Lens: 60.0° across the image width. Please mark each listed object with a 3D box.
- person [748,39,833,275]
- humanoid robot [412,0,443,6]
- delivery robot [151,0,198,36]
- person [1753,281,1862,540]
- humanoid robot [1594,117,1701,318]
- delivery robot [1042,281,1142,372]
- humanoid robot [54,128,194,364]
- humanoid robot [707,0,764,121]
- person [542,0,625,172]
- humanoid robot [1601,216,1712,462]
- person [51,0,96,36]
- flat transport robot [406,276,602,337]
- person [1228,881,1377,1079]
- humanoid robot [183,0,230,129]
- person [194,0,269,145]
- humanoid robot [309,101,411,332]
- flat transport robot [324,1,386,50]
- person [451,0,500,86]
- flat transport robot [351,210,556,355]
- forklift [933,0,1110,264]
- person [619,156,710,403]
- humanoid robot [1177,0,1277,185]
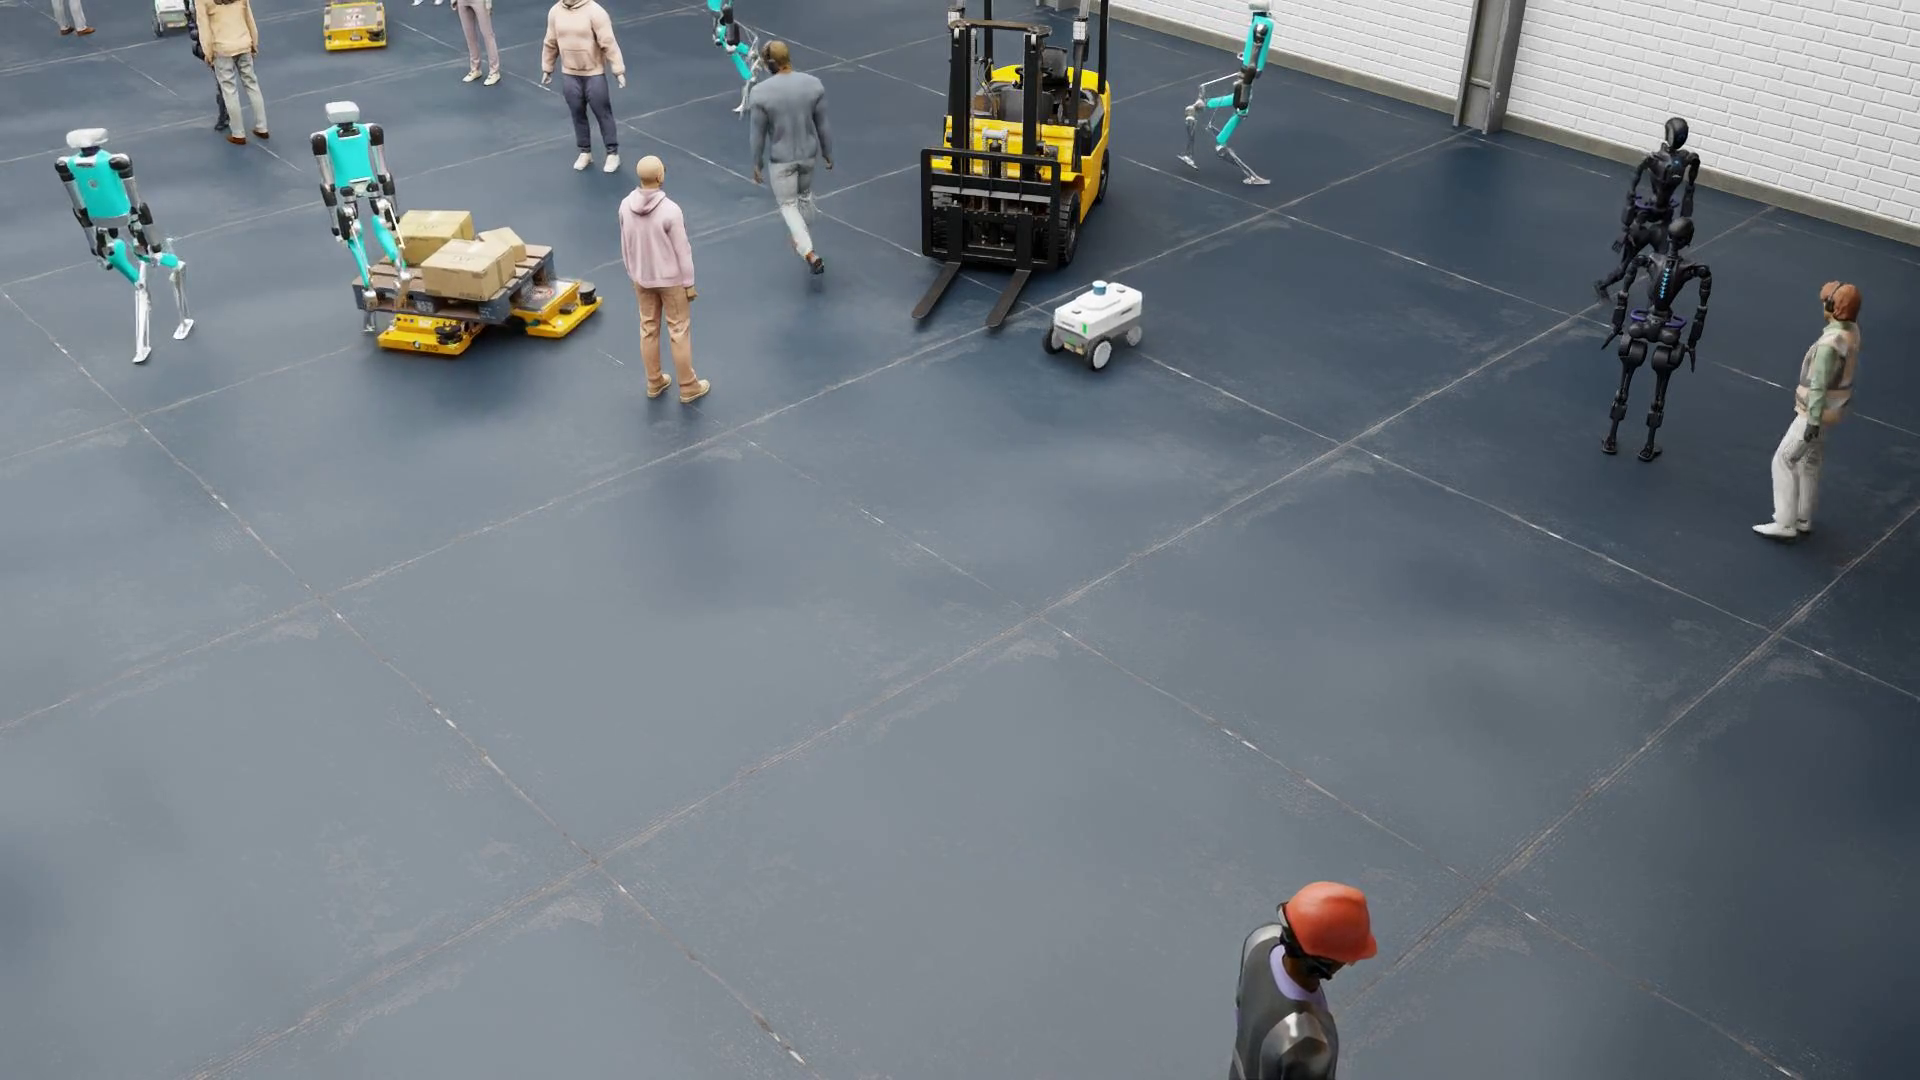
[{"bbox_3d":[-1.318,-3.052,13.383,0.708,1.899,0.837,-15,36,-21],"label":"person"},{"bbox_3d":[-6.588,-7.394,20.157,0.530,1.744,0.704,-1,33,-1],"label":"humanoid robot"},{"bbox_3d":[-9.218,-6.251,19.532,0.499,0.610,0.813,-10,34,-15],"label":"delivery robot"},{"bbox_3d":[5.228,-0.785,10.141,0.410,1.606,0.547,26,41,34],"label":"person"},{"bbox_3d":[5.266,-2.448,12.687,0.609,1.637,0.749,-6,34,-9],"label":"humanoid robot"},{"bbox_3d":[1.017,-1.626,12.427,0.499,0.613,0.811,28,42,36],"label":"delivery robot"},{"bbox_3d":[-6.099,-2.243,12.292,0.571,1.779,0.890,1,33,2],"label":"humanoid robot"},{"bbox_3d":[-2.181,-5.046,16.659,0.731,1.865,0.537,-15,36,-21],"label":"humanoid robot"},{"bbox_3d":[-3.475,-4.356,15.417,0.822,1.853,0.434,7,34,11],"label":"person"},{"bbox_3d":[4.541,-1.327,10.908,0.599,1.657,0.315,17,37,25],"label":"humanoid robot"},{"bbox_3d":[-10.367,-6.625,19.094,0.468,1.645,0.332,2,33,4],"label":"person"},{"bbox_3d":[-3.612,-1.885,13.070,1.431,0.231,0.659,10,34,15],"label":"flat transport robot"},{"bbox_3d":[1.096,1.924,5.603,0.405,2.031,0.607,-4,33,-6],"label":"person"},{"bbox_3d":[-7.412,-4.963,16.523,0.588,1.635,0.548,8,34,13],"label":"humanoid robot"},{"bbox_3d":[-7.016,-4.757,16.027,0.416,1.867,0.567,24,40,32],"label":"person"},{"bbox_3d":[-4.349,-2.299,12.376,0.551,1.773,0.854,-22,39,-30],"label":"humanoid robot"},{"bbox_3d":[-7.063,-6.019,19.424,0.659,0.231,1.431,-9,34,-14],"label":"flat transport robot"},{"bbox_3d":[-5.161,-5.708,17.582,0.526,1.761,0.331,14,35,20],"label":"person"},{"bbox_3d":[-3.915,-1.863,13.037,0.659,0.231,1.431,7,34,11],"label":"flat transport robot"},{"bbox_3d":[0.570,-3.725,14.138,1.214,2.155,2.313,9,34,13],"label":"forklift"},{"bbox_3d":[-2.080,-1.789,11.533,0.522,1.784,0.403,12,35,17],"label":"person"},{"bbox_3d":[2.379,-4.079,15.167,1.069,1.774,0.530,7,34,11],"label":"humanoid robot"}]
